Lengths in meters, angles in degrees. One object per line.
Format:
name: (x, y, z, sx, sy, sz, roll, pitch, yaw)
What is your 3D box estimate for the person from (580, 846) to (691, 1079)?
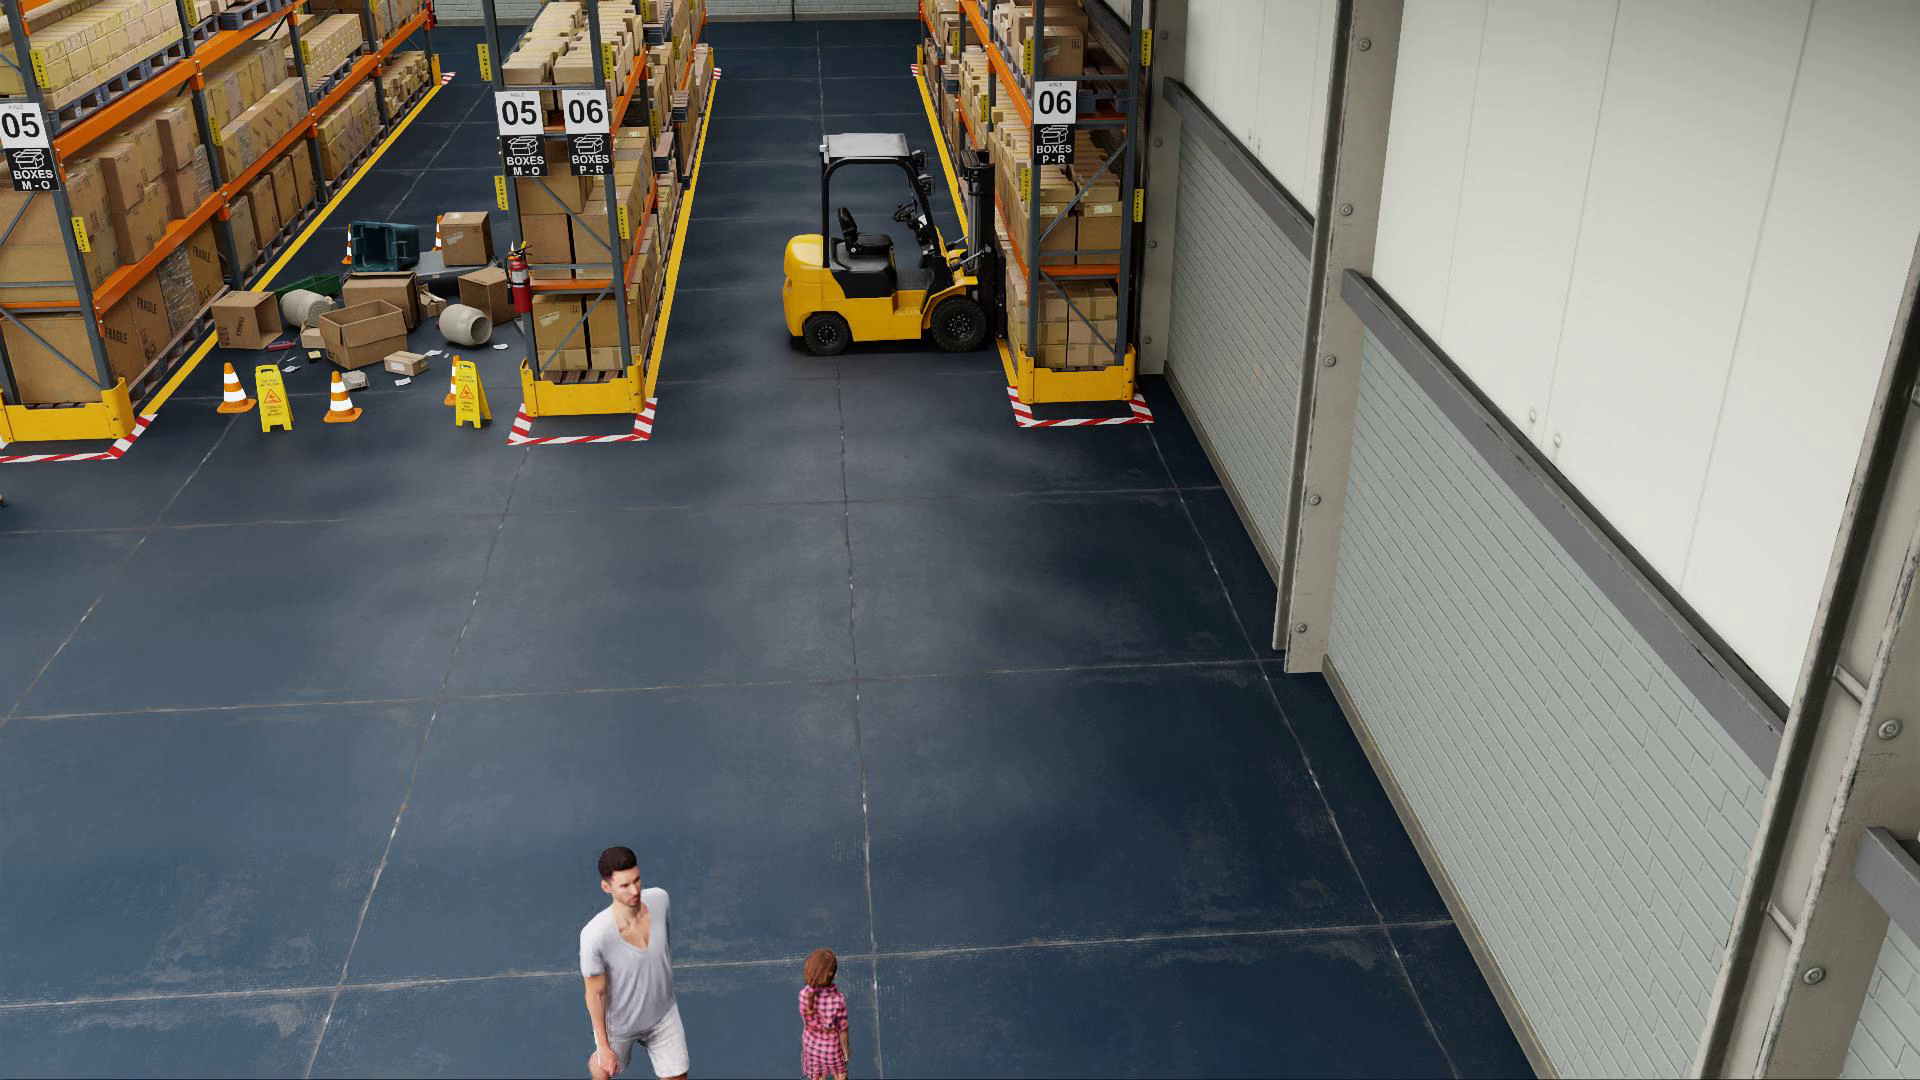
person: (-1.615, 2.200, 7.941, 1.182, 1.808, 1.317, -23, 35, -37)

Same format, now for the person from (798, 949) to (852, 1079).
person: (-0.689, 2.494, 8.239, 0.521, 1.013, 0.584, 9, 29, 17)
